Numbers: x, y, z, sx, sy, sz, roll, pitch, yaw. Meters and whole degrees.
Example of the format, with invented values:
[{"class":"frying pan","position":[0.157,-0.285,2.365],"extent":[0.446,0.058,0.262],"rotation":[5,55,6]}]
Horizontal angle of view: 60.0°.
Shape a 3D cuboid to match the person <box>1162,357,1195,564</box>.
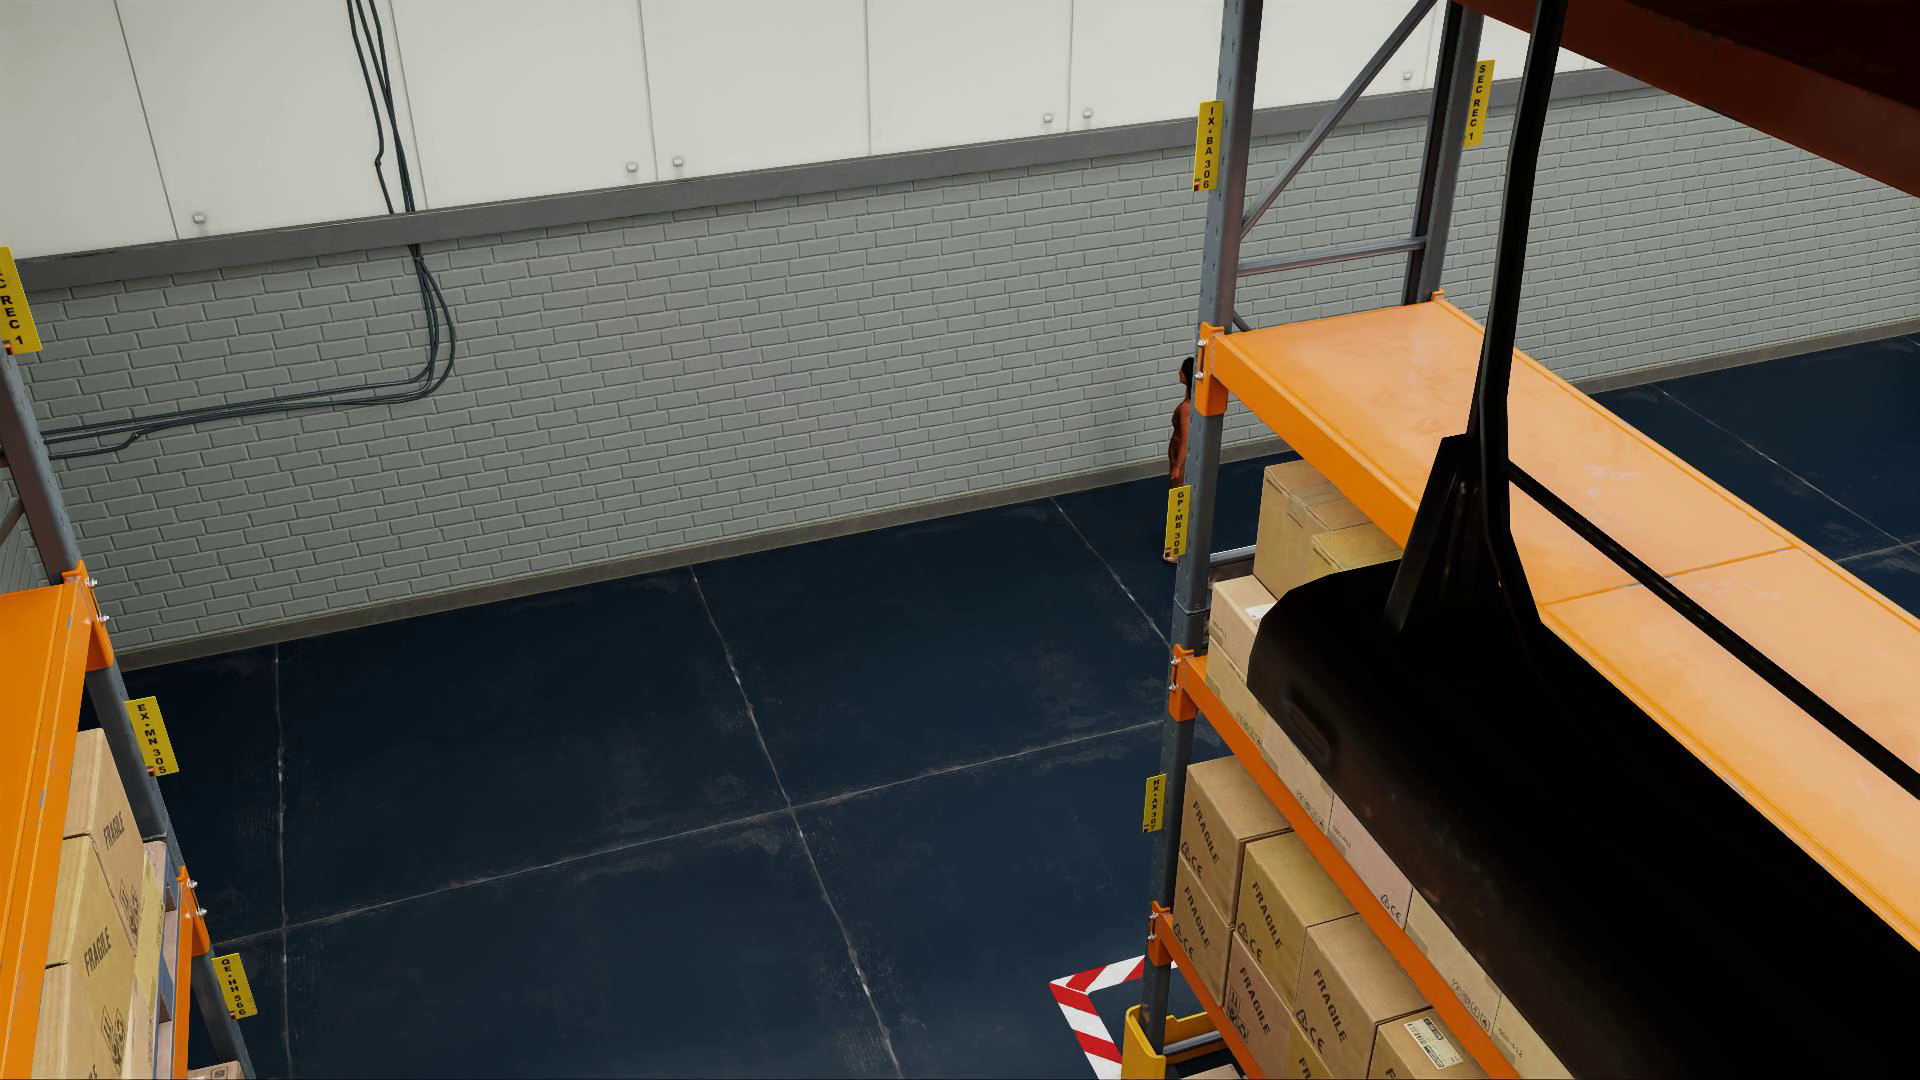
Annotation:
[{"class":"person","position":[1.700,-0.600,12.436],"extent":[0.703,1.690,0.630],"rotation":[12,34,18]}]
